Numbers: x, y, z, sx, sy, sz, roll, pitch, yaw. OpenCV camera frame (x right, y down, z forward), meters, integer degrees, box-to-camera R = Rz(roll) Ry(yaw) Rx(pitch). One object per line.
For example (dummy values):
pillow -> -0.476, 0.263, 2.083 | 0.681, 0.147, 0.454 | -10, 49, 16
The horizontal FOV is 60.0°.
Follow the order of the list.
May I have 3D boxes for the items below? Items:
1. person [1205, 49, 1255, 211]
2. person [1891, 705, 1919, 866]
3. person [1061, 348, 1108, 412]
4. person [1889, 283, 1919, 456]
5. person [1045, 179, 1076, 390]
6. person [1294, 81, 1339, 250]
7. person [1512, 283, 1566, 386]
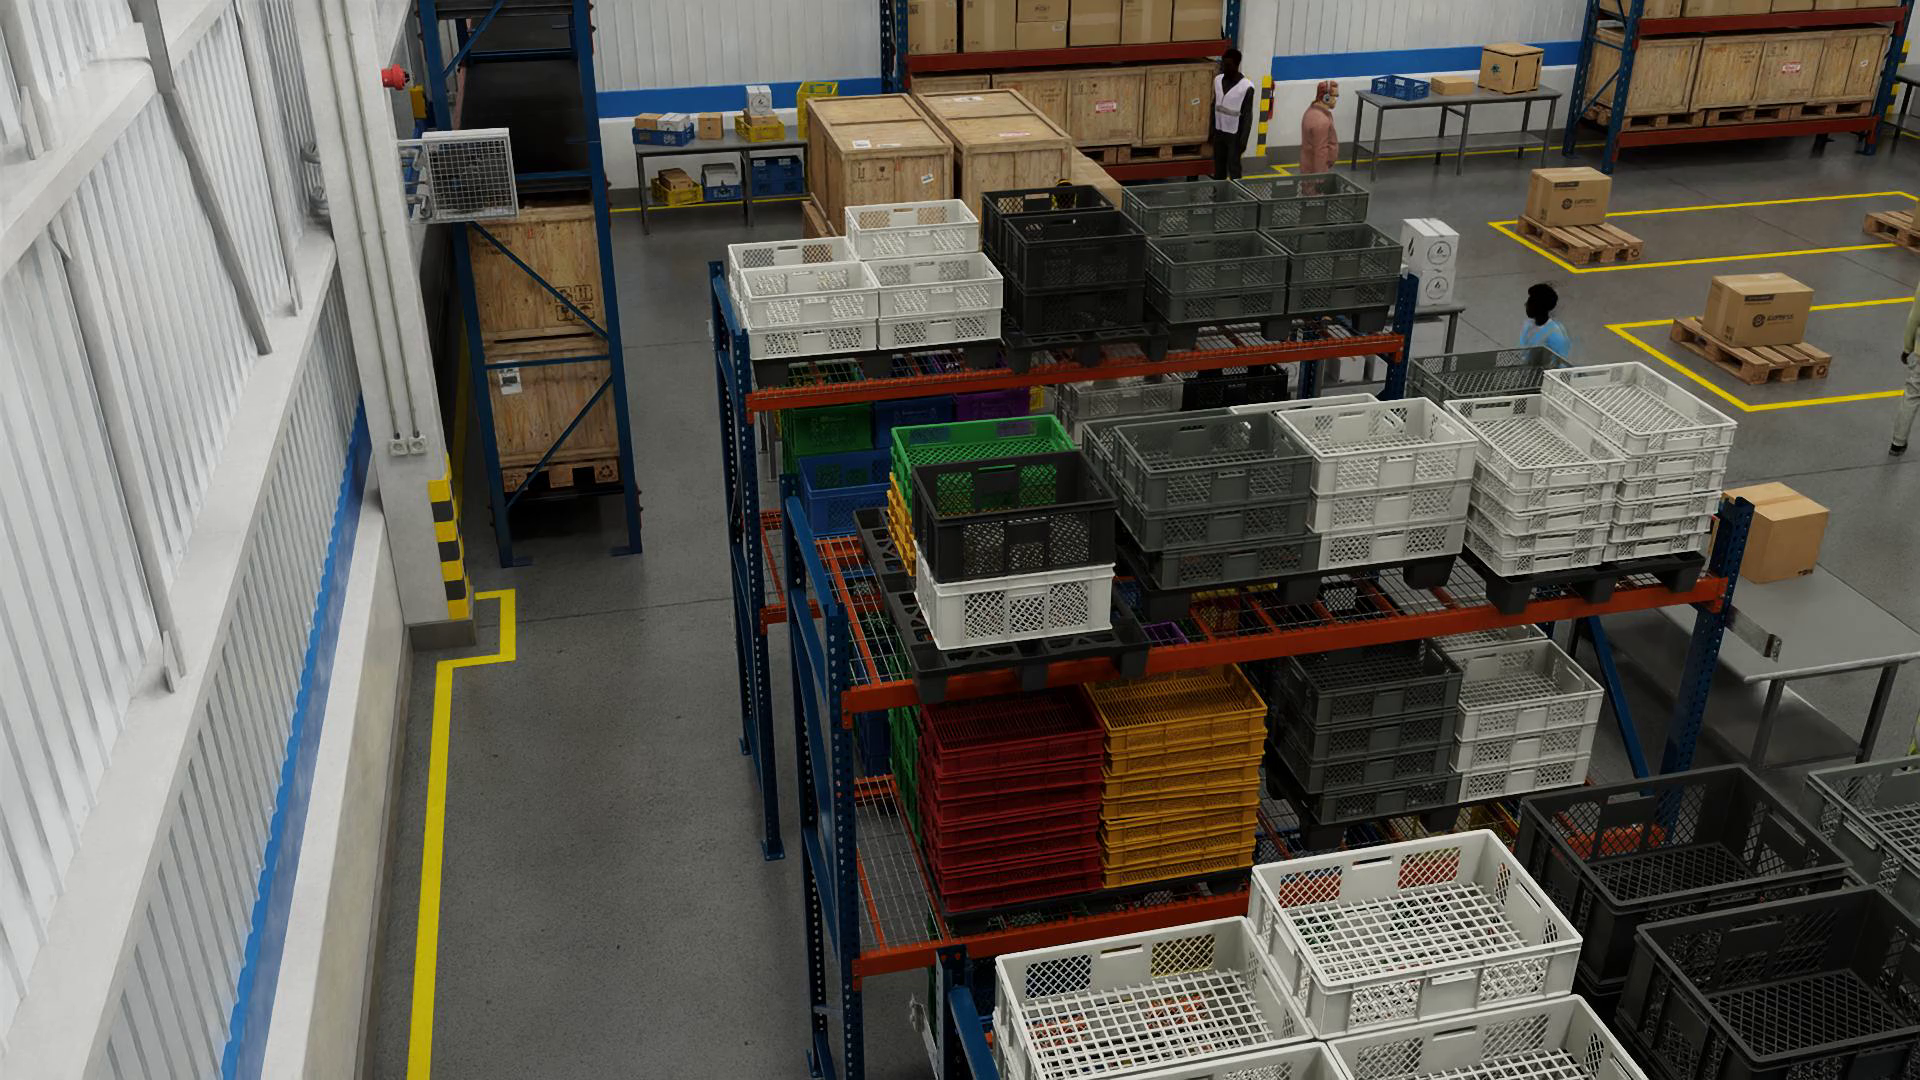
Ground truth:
person -> 3.111, -4.695, 19.174 | 0.372, 1.914, 0.597 | -20, 34, -33
person -> 4.844, 1.168, 8.126 | 0.429, 1.846, 0.626 | -5, 28, -10
person -> 0.889, -0.545, 11.363 | 0.672, 1.850, 0.589 | 15, 31, 26
person -> 7.798, -1.498, 13.194 | 0.404, 1.834, 0.591 | -22, 35, -36
person -> 0.901, -2.217, 14.528 | 0.517, 1.865, 0.334 | -17, 32, -29
person -> 3.825, -3.946, 17.773 | 0.401, 1.899, 0.645 | 1, 28, 1
person -> 4.344, -1.172, 12.771 | 0.887, 1.648, 0.570 | -2, 28, -4
